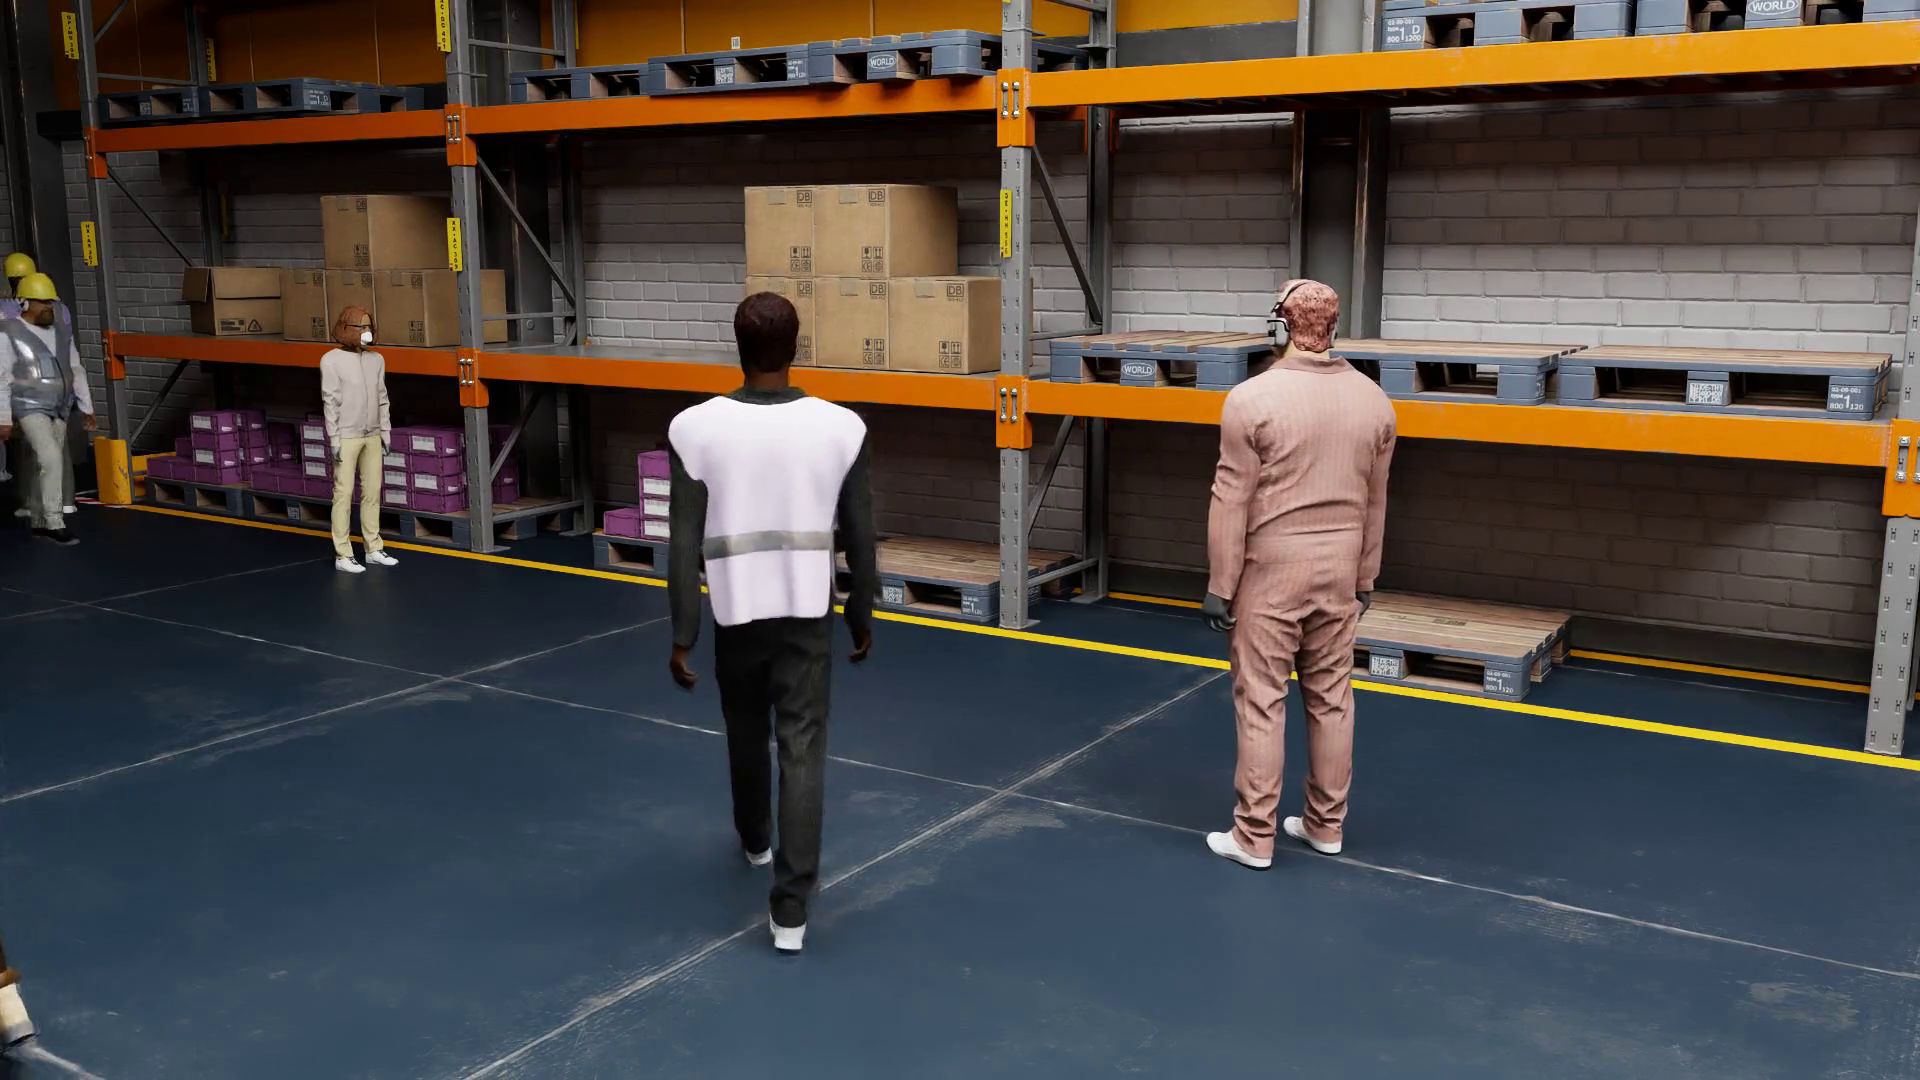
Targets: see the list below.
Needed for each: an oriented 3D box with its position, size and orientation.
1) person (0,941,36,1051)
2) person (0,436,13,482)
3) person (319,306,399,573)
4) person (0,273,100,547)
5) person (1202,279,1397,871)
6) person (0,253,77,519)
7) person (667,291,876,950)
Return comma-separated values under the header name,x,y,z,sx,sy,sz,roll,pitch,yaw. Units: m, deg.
name,x,y,z,sx,sy,sz,roll,pitch,yaw
person,-2.520,0.500,3.836,0.422,1.691,0.541,4,11,19
person,-8.235,-1.399,13.857,0.514,1.872,0.328,-6,12,-28
person,-3.696,-0.620,10.218,0.277,1.629,0.497,5,12,27
person,-6.029,-0.861,11.063,0.694,1.804,0.602,3,11,14
person,1.078,0.115,5.406,0.647,1.901,0.402,-4,11,-23
person,-6.752,-1.114,12.111,0.587,1.930,0.359,-8,13,-39
person,-0.559,0.200,5.004,0.615,1.862,1.020,-2,10,-9
